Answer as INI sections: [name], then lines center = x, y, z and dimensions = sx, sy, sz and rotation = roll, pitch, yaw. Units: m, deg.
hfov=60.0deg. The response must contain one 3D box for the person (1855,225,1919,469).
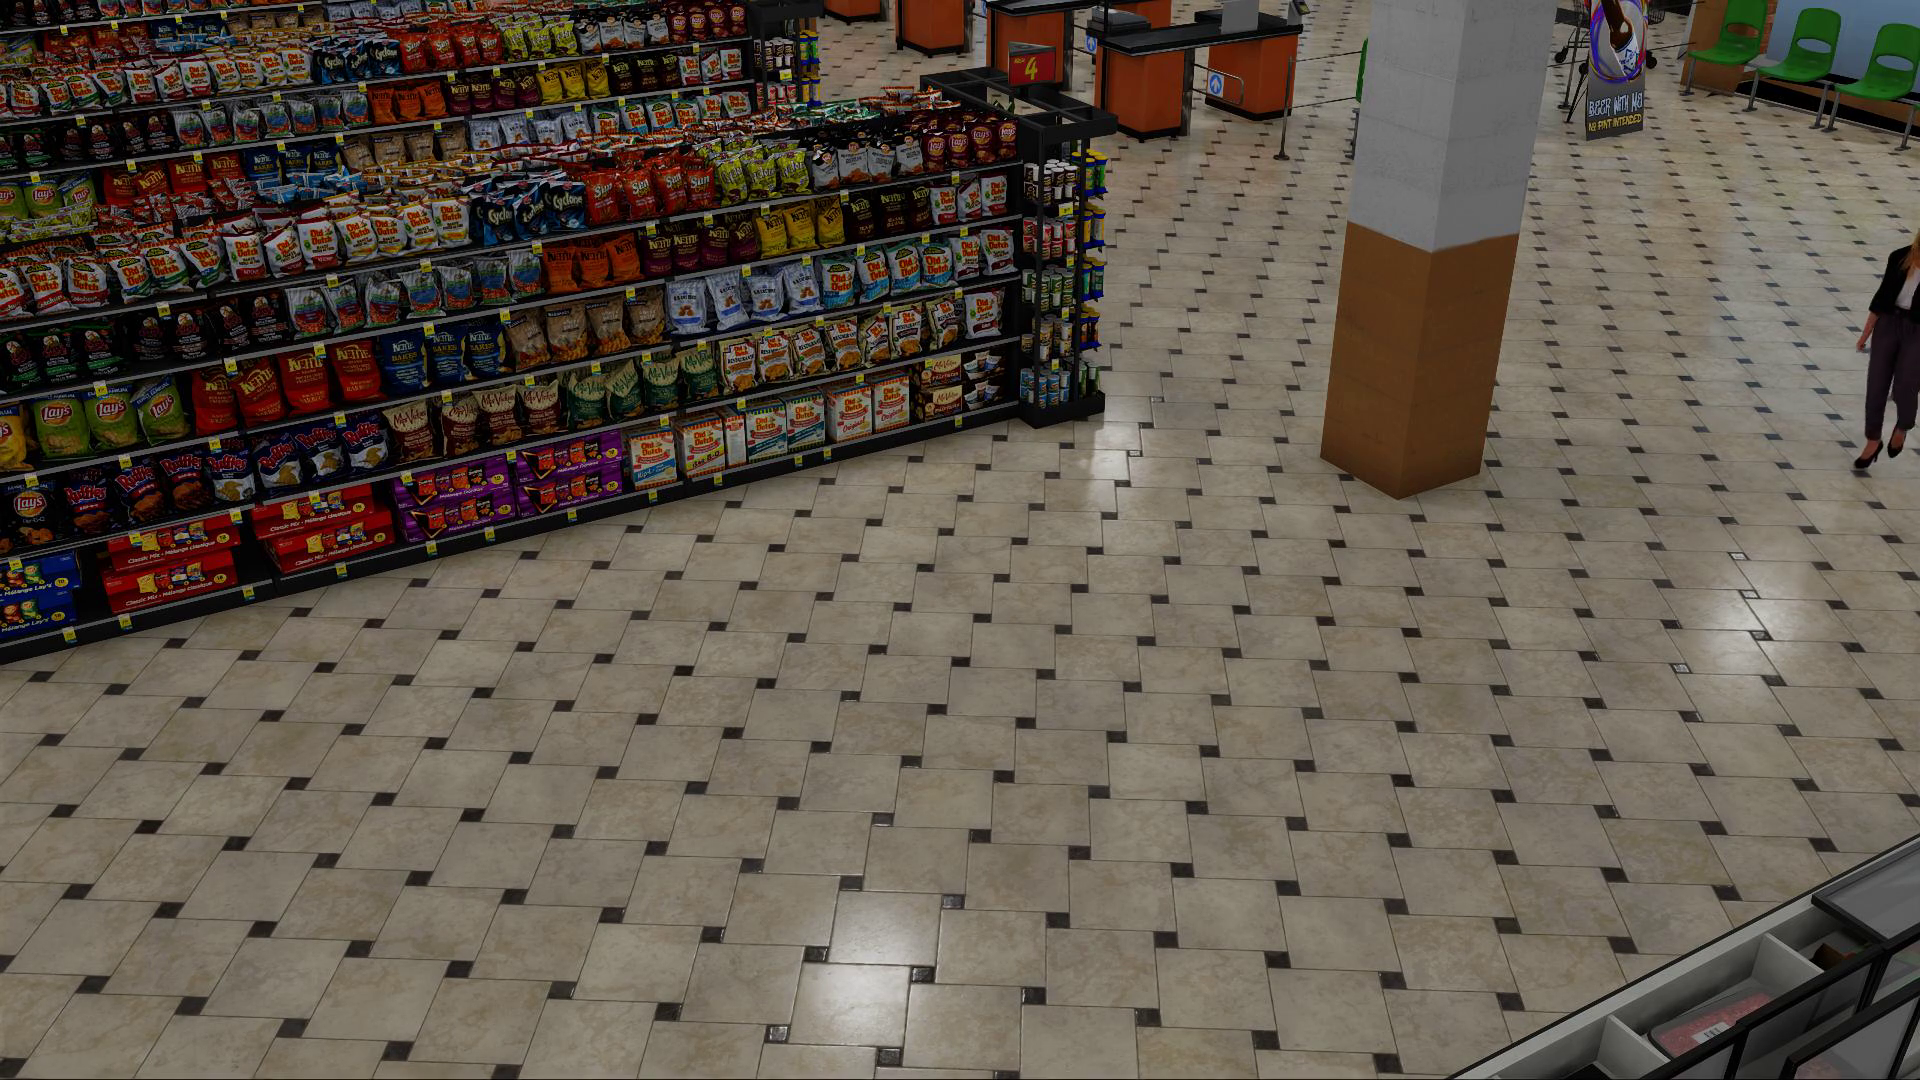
[person]
center = 5.765, -1.222, 10.107
dimensions = 0.657, 1.662, 0.642
rotation = -22, 36, -34
